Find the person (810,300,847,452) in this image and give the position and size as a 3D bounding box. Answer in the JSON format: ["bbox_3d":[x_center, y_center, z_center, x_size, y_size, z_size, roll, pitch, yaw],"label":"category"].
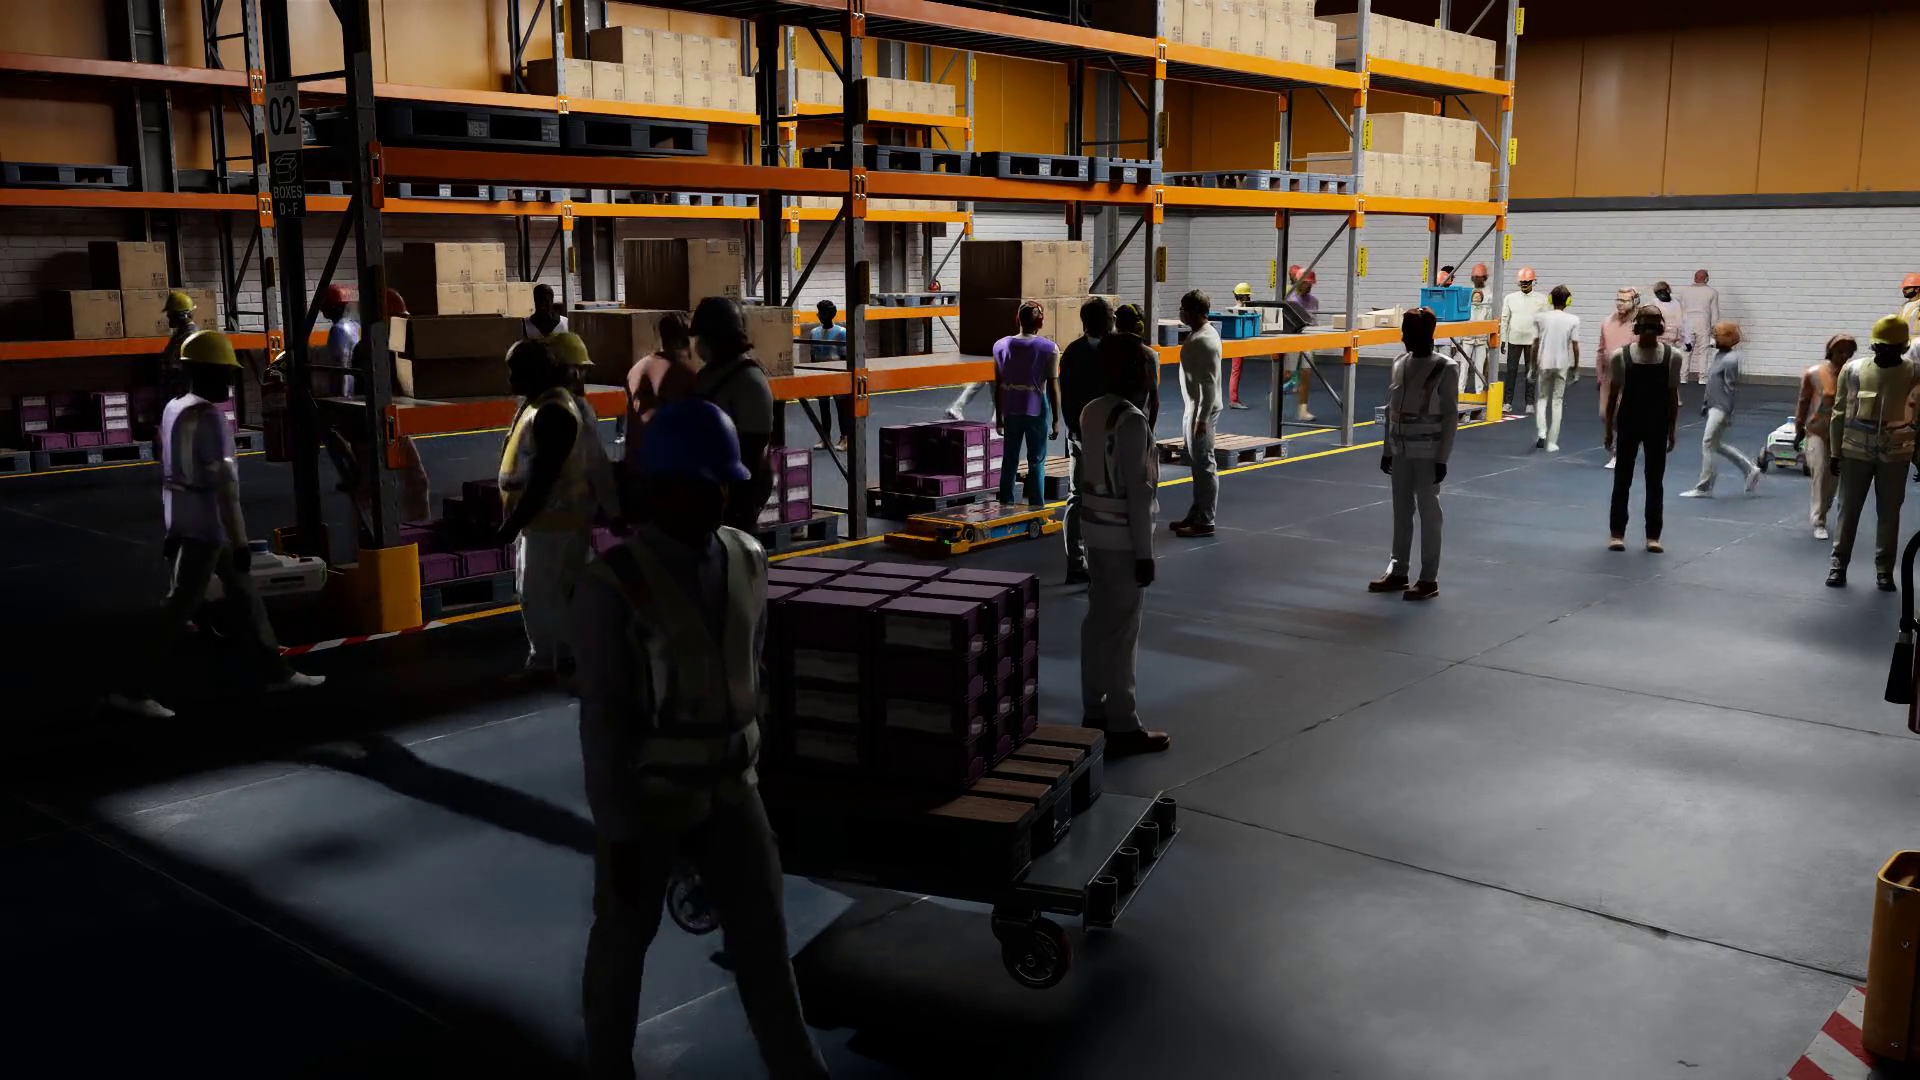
[{"bbox_3d":[-1.448,-1.824,18.498,0.530,1.688,0.324,6,12,30],"label":"person"}]

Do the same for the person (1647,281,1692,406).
[{"bbox_3d":[10.159,-2.827,23.953,0.633,1.785,0.775,-3,10,-16],"label":"person"}]

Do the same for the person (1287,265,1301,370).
[{"bbox_3d":[6.178,-4.128,30.891,0.544,1.943,0.347,3,10,15],"label":"person"}]

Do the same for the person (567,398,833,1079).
[{"bbox_3d":[-0.611,0.618,3.980,0.965,1.897,0.650,8,13,39],"label":"person"}]

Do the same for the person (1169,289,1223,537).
[{"bbox_3d":[1.866,-0.986,13.025,0.376,1.936,0.627,0,10,1],"label":"person"}]

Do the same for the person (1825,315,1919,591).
[{"bbox_3d":[6.072,-0.575,11.006,0.587,1.821,0.404,5,11,28],"label":"person"}]

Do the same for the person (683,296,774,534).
[{"bbox_3d":[-1.207,-0.317,8.912,0.707,2.000,0.686,-5,11,-28],"label":"person"}]

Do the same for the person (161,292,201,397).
[{"bbox_3d":[-7.496,-1.476,16.106,0.404,1.833,0.589,-6,12,-32],"label":"person"}]

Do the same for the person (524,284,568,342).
[{"bbox_3d":[-3.958,-1.489,15.936,0.592,1.916,0.375,-3,10,-16],"label":"person"}]

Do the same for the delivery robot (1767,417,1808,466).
[{"bbox_3d":[8.376,-0.999,16.757,0.477,0.478,0.707,7,12,34],"label":"delivery robot"}]

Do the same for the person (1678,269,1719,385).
[{"bbox_3d":[12.199,-3.513,27.494,0.650,1.906,0.401,8,13,39],"label":"person"}]

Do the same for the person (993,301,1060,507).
[{"bbox_3d":[0.524,-0.975,13.245,0.561,1.836,0.379,4,11,23],"label":"person"}]

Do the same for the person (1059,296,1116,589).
[{"bbox_3d":[0.895,-0.636,11.019,0.372,1.940,0.632,-6,11,-29],"label":"person"}]

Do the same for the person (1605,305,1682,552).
[{"bbox_3d":[5.072,-0.823,12.385,0.503,1.839,0.352,3,10,18],"label":"person"}]

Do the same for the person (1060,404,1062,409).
[{"bbox_3d":[1.666,-2.614,23.021,0.553,1.663,0.770,5,11,28],"label":"person"}]

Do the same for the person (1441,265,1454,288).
[{"bbox_3d":[8.142,-3.620,27.930,0.367,1.966,0.603,-8,13,-40],"label":"person"}]

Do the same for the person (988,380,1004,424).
[{"bbox_3d":[0.440,-1.996,18.858,0.637,1.916,0.848,4,11,22],"label":"person"}]

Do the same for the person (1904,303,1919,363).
[{"bbox_3d":[7.963,-1.041,13.472,0.602,1.895,0.736,3,10,16],"label":"person"}]

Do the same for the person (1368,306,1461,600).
[{"bbox_3d":[2.945,-0.561,10.743,0.353,1.886,0.573,-6,11,-29],"label":"person"}]

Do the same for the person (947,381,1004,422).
[{"bbox_3d":[0.316,-2.387,21.147,0.943,1.894,0.593,-1,10,-6],"label":"person"}]

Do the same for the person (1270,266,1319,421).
[{"bbox_3d":[4.418,-2.586,21.886,0.636,2.021,0.801,-4,11,-22],"label":"person"}]

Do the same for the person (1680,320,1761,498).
[{"bbox_3d":[6.899,-1.176,14.988,0.652,1.613,0.510,2,10,10],"label":"person"}]

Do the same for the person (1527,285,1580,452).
[{"bbox_3d":[6.608,-1.904,18.490,0.549,1.851,0.402,5,11,27],"label":"person"}]

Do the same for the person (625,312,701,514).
[{"bbox_3d":[-1.667,-0.449,10.160,0.669,1.862,0.931,9,13,40],"label":"person"}]

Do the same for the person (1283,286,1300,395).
[{"bbox_3d":[5.149,-3.113,25.801,0.555,1.703,0.906,8,13,40],"label":"person"}]

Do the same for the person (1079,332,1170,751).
[{"bbox_3d":[0.727,0.008,7.509,0.356,1.885,0.573,-4,11,-20],"label":"person"}]

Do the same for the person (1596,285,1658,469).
[{"bbox_3d":[6.863,-1.676,17.124,0.601,1.880,0.652,-7,12,-35],"label":"person"}]

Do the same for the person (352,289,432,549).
[{"bbox_3d":[-3.935,-0.776,11.735,0.634,1.963,0.818,9,13,40],"label":"person"}]

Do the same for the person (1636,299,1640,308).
[{"bbox_3d":[9.511,-2.744,23.678,0.381,1.718,0.493,5,11,27],"label":"person"}]

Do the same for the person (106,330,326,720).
[{"bbox_3d":[-3.701,-0.081,8.098,1.037,1.871,0.612,-8,13,-39],"label":"person"}]

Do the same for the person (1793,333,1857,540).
[{"bbox_3d":[6.879,-0.840,13.151,0.522,1.605,0.801,2,10,14],"label":"person"}]

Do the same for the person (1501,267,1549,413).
[{"bbox_3d":[7.724,-2.733,22.794,0.618,1.993,0.396,4,11,23],"label":"person"}]

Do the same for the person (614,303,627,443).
[{"bbox_3d":[-3.825,-1.918,19.219,0.498,1.626,0.289,0,10,1],"label":"person"}]

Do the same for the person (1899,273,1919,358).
[{"bbox_3d":[12.128,-2.439,21.286,0.356,1.937,0.552,0,10,-2],"label":"person"}]

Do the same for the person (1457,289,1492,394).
[{"bbox_3d":[7.763,-2.960,25.112,0.523,1.636,0.309,2,10,9],"label":"person"}]

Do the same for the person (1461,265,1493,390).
[{"bbox_3d":[8.227,-3.368,26.434,0.626,1.980,1.061,5,11,26],"label":"person"}]

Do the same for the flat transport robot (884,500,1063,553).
[{"bbox_3d":[0.130,-0.119,12.819,0.652,0.197,1.431,8,13,38],"label":"flat transport robot"}]

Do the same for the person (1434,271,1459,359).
[{"bbox_3d":[6.631,-2.745,23.024,0.556,1.935,0.372,7,12,36],"label":"person"}]

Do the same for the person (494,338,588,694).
[{"bbox_3d":[-2.056,-0.103,8.328,0.566,1.816,0.637,-4,11,-23],"label":"person"}]

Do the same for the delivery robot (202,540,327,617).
[{"bbox_3d":[-4.073,0.243,9.687,0.707,0.478,0.477,-6,12,-31],"label":"delivery robot"}]

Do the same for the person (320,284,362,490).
[{"bbox_3d":[-5.712,-1.397,15.396,0.432,1.919,0.566,-1,10,-7],"label":"person"}]

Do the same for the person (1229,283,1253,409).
[{"bbox_3d":[3.945,-2.721,23.385,0.308,1.769,0.525,1,10,8],"label":"person"}]

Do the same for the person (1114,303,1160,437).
[{"bbox_3d":[1.224,-0.757,11.922,0.329,1.865,0.516,-5,11,-26],"label":"person"}]

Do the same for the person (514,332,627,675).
[{"bbox_3d":[-2.026,-0.195,8.860,0.610,1.812,0.556,10,14,44],"label":"person"}]
